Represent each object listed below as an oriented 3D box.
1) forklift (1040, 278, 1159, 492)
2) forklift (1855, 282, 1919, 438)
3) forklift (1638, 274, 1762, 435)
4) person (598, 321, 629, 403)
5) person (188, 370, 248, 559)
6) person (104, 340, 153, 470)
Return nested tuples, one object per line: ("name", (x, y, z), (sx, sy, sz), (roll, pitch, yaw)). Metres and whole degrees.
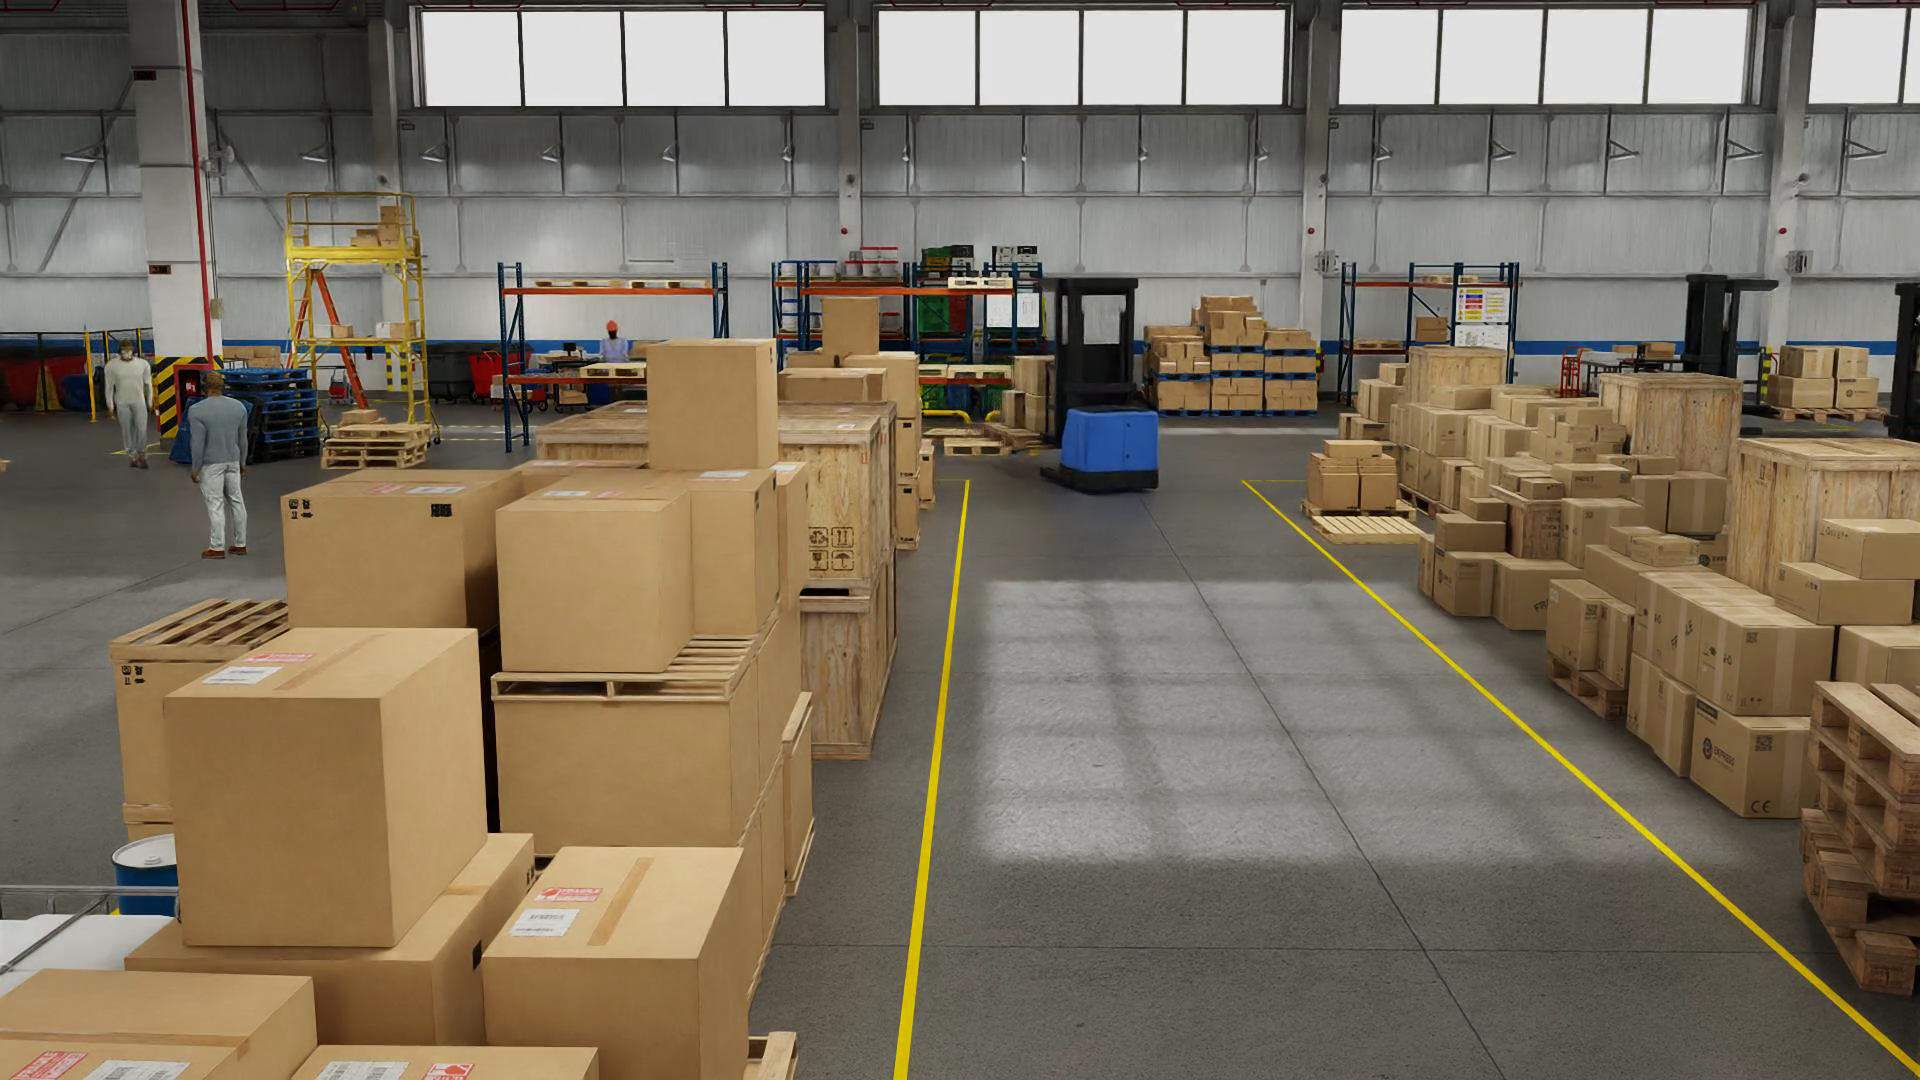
("forklift", (1.903, -2.134, 22.419), (1.129, 2.768, 1.873), (-2, 10, -14))
("forklift", (10.306, -1.325, 17.573), (1.129, 2.768, 1.873), (0, 9, 0))
("forklift", (13.018, -3.274, 29.249), (1.873, 2.768, 1.129), (0, 9, 1))
("person", (-6.731, -3.289, 32.295), (0.575, 1.882, 0.989), (-1, 10, -6))
("person", (-7.602, -0.771, 17.070), (0.367, 1.939, 0.635), (6, 11, 31))
("person", (-12.151, -1.965, 24.342), (0.645, 1.892, 0.971), (-5, 11, -28))
